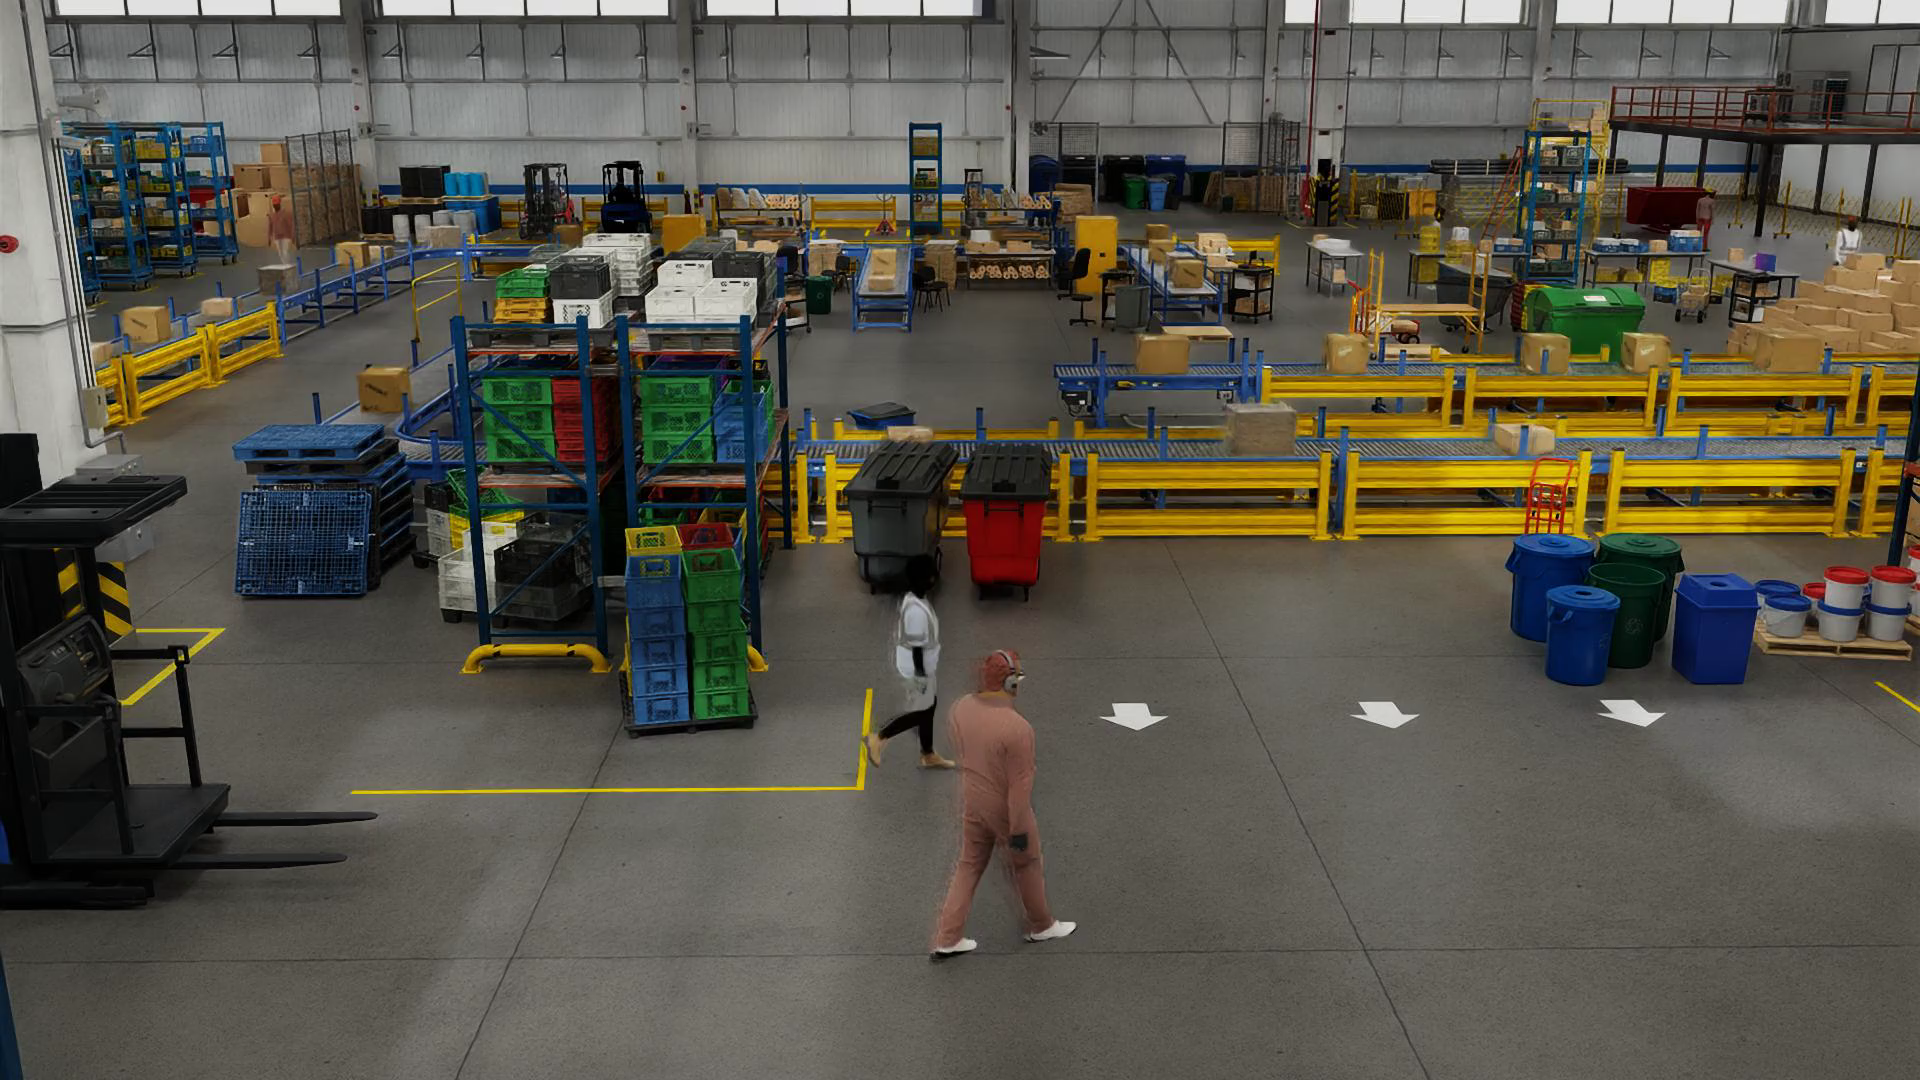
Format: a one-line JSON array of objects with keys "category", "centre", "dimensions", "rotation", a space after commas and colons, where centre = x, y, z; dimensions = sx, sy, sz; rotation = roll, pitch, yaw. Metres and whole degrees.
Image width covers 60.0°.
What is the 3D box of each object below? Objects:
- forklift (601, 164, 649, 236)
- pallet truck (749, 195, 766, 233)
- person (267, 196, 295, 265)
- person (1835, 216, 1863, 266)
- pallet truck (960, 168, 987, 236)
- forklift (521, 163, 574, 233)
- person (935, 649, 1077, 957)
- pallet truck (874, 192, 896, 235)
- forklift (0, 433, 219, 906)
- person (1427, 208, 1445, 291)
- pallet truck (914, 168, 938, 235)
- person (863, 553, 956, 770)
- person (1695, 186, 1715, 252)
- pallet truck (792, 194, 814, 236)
[{"category": "forklift", "centre": [-9.948, -10.127, 49.296], "dimensions": [1.157, 1.987, 2.680], "rotation": [-1, 16, -3]}, {"category": "pallet truck", "centre": [-6.051, -9.967, 50.660], "dimensions": [0.680, 1.201, 1.601], "rotation": [0, 16, -1]}, {"category": "person", "centre": [-16.262, -7.203, 39.713], "dimensions": [0.651, 1.975, 0.670], "rotation": [3, 16, 10]}, {"category": "person", "centre": [19.345, -6.145, 36.323], "dimensions": [0.583, 1.837, 0.999], "rotation": [0, 16, 2]}, {"category": "pallet truck", "centre": [0.383, -10.230, 50.206], "dimensions": [0.823, 1.965, 1.885], "rotation": [-1, 16, -3]}, {"category": "forklift", "centre": [-12.233, -10.122, 49.298], "dimensions": [1.157, 1.987, 2.680], "rotation": [0, 16, -1]}, {"category": "person", "centre": [0.227, 1.517, 9.624], "dimensions": [0.901, 1.865, 0.653], "rotation": [-12, 20, -36]}, {"category": "pallet truck", "centre": [-2.277, -9.986, 50.594], "dimensions": [0.653, 1.274, 1.630], "rotation": [0, 16, -1]}, {"category": "forklift", "centre": [-5.952, 0.780, 10.366], "dimensions": [1.873, 2.768, 1.129], "rotation": [0, 16, -1]}, {"category": "person", "centre": [10.875, -6.638, 37.979], "dimensions": [0.334, 1.859, 0.534], "rotation": [3, 16, 11]}, {"category": "pallet truck", "centre": [-0.989, -10.316, 50.507], "dimensions": [0.823, 1.965, 1.885], "rotation": [1, 16, 3]}, {"category": "person", "centre": [-0.361, 0.906, 12.049], "dimensions": [0.594, 1.681, 0.543], "rotation": [1, 16, 4]}, {"category": "person", "centre": [20.516, -8.836, 45.775], "dimensions": [0.324, 1.767, 0.533], "rotation": [-11, 19, -33]}, {"category": "pallet truck", "centre": [-4.814, -9.883, 50.259], "dimensions": [0.704, 1.261, 1.522], "rotation": [-1, 16, -3]}]
